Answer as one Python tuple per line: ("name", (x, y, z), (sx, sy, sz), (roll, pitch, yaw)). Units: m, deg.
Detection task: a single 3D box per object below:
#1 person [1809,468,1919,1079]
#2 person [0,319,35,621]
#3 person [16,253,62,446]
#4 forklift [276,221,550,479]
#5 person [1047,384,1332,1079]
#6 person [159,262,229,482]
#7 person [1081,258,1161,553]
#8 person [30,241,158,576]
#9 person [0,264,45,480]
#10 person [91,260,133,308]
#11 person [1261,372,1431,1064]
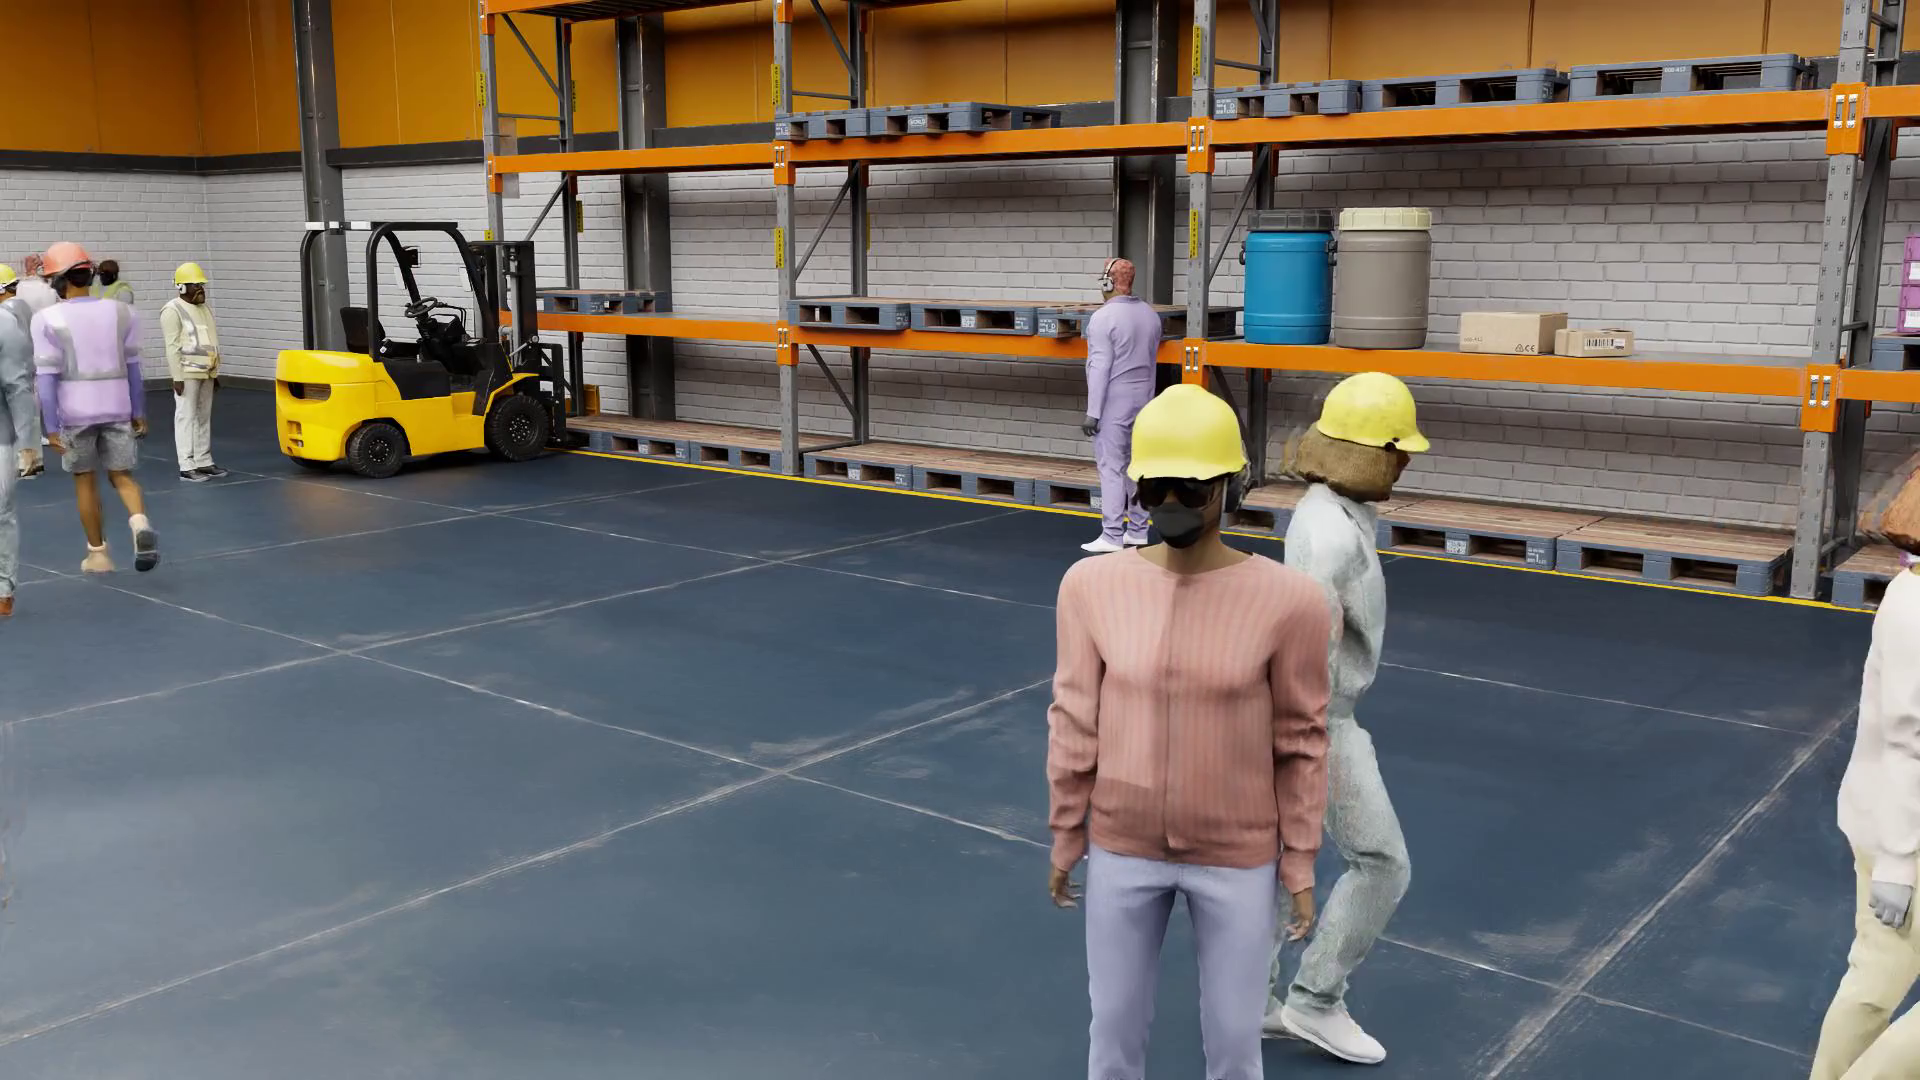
("person", (1.963, 0.610, 3.410), (0.383, 1.615, 0.522), (6, 12, 31))
("person", (-5.118, -0.465, 8.574), (0.650, 1.902, 0.894), (-3, 11, -18))
("person", (-8.951, -1.865, 16.376), (0.670, 1.882, 0.729), (5, 12, 28))
("forklift", (-4.922, -1.741, 14.854), (1.214, 2.155, 2.313), (8, 13, 38))
("person", (0.416, 0.589, 3.127), (0.528, 1.767, 0.329), (3, 11, 17))
("person", (-6.459, -1.418, 14.059), (0.404, 1.834, 0.591), (1, 10, 8))
("person", (1.014, -0.866, 10.802), (0.403, 1.906, 0.652), (9, 14, 42))
("person", (-5.109, -0.752, 9.864), (0.688, 2.017, 0.630), (9, 14, 41))
("person", (-8.040, -1.423, 14.122), (0.403, 1.826, 0.591), (-3, 11, -15))
("person", (-10.218, -2.458, 19.960), (0.699, 1.788, 0.824), (5, 11, 25))
("person", (0.893, 0.447, 4.028), (0.540, 1.710, 0.601), (1, 10, 8))
